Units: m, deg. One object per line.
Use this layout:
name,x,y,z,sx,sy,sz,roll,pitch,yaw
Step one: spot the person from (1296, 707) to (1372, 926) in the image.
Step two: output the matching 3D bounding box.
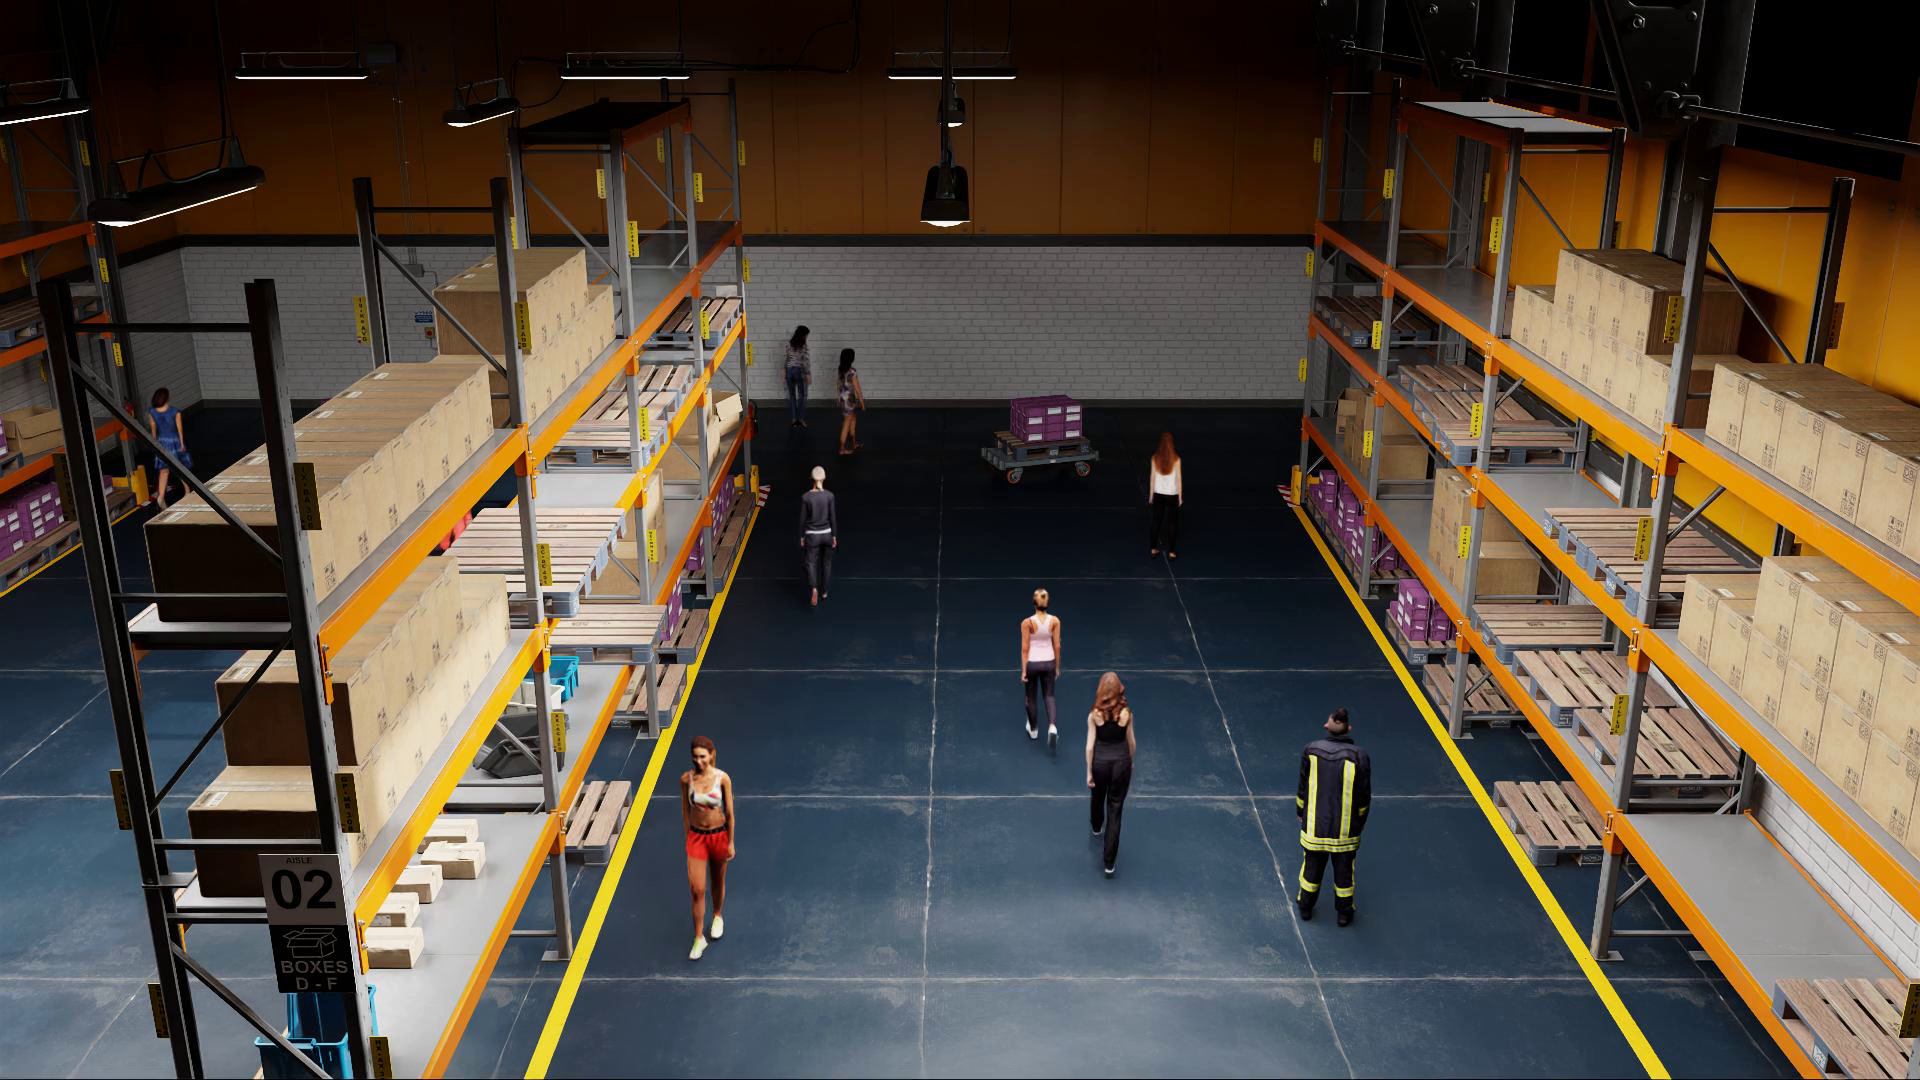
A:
person,2.973,2.187,13.307,0.836,1.860,0.817,7,20,19

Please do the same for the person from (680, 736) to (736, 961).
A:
person,-1.946,2.321,13.055,0.572,1.767,0.836,-1,19,-2

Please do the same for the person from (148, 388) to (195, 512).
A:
person,-11.260,-1.247,23.645,0.640,1.770,1.116,-1,19,-3

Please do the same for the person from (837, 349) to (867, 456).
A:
person,-1.860,-2.179,26.493,0.927,1.720,0.880,-14,23,-35

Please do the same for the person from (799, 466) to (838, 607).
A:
person,-1.705,-0.033,20.141,0.686,1.706,0.971,-2,19,-7

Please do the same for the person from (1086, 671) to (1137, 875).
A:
person,1.281,2.002,14.111,0.630,1.697,1.109,1,19,4

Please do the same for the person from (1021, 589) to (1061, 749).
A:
person,0.804,1.278,16.378,0.677,1.623,0.968,-4,19,-11

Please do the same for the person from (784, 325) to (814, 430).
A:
person,-2.793,-2.754,28.114,0.745,1.773,0.672,1,19,4

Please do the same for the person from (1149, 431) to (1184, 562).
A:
person,2.687,-0.576,21.732,0.639,1.719,0.637,9,21,25
